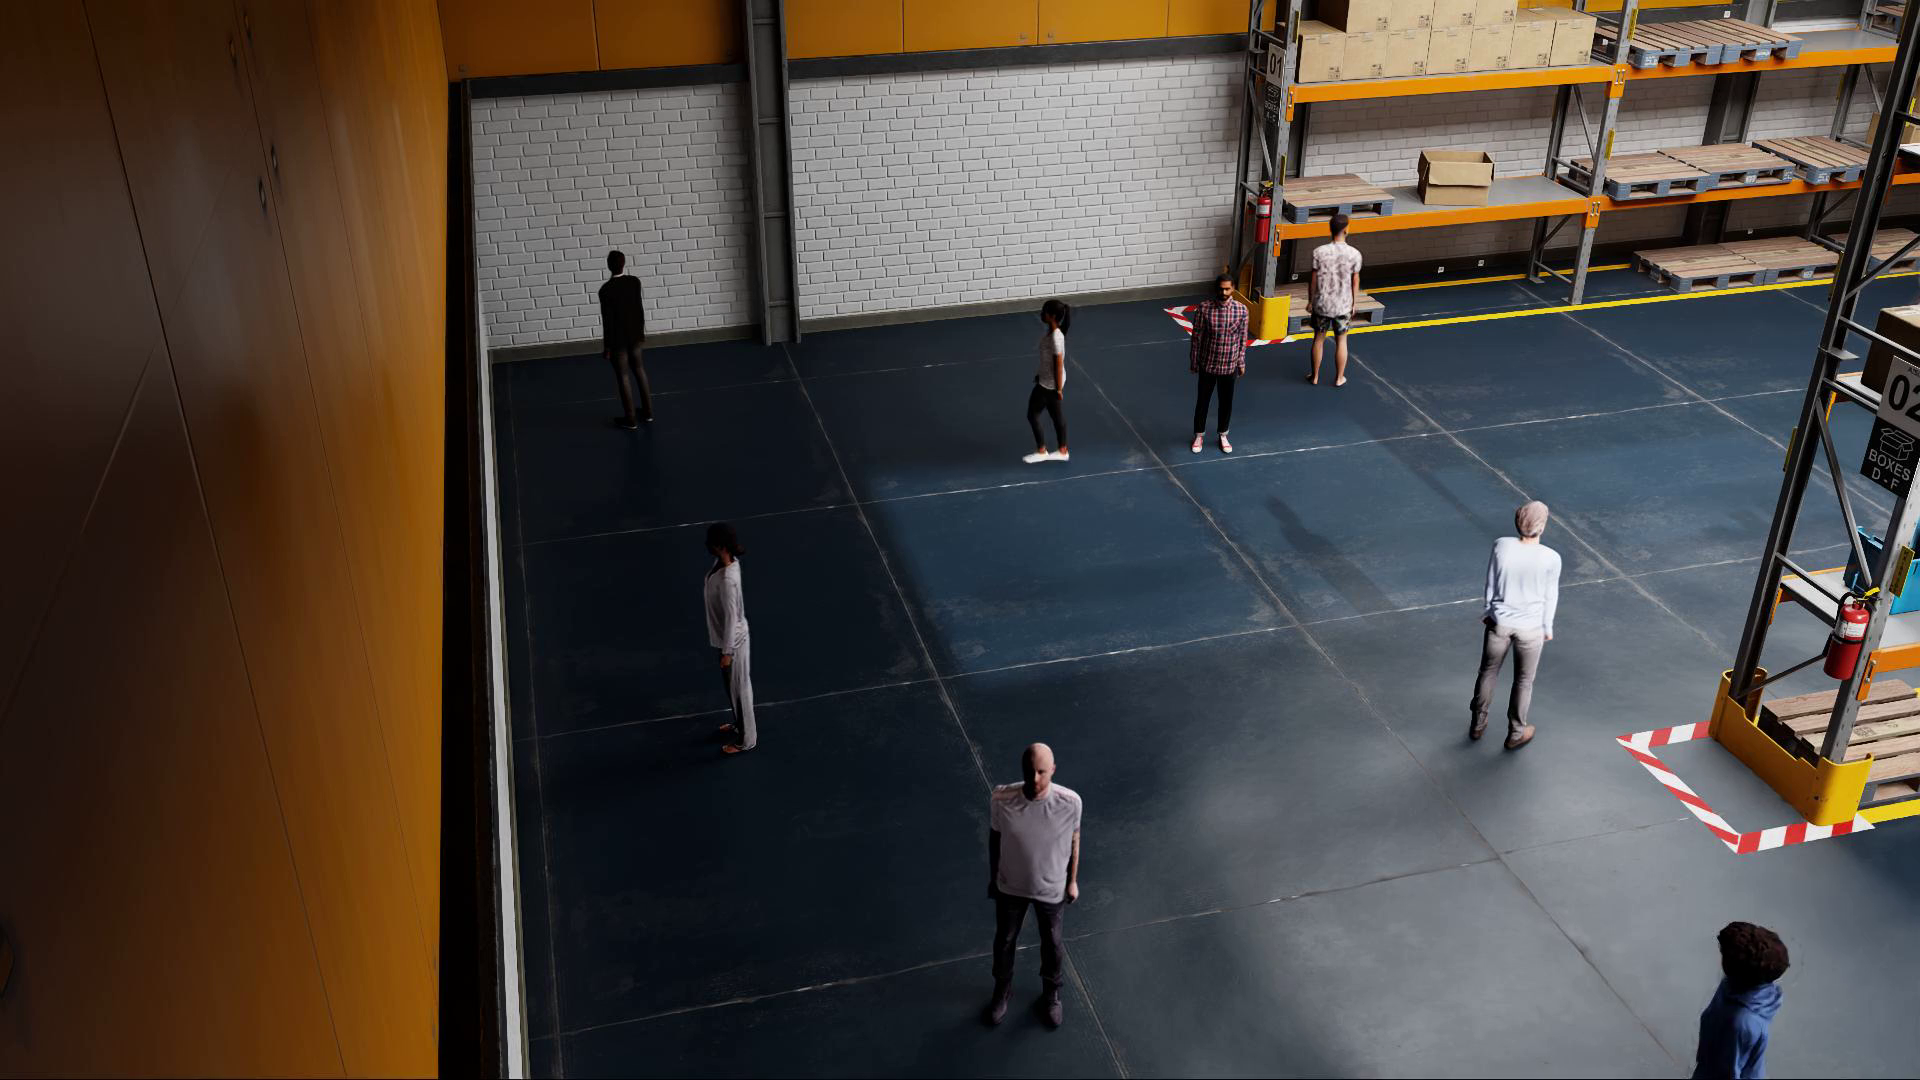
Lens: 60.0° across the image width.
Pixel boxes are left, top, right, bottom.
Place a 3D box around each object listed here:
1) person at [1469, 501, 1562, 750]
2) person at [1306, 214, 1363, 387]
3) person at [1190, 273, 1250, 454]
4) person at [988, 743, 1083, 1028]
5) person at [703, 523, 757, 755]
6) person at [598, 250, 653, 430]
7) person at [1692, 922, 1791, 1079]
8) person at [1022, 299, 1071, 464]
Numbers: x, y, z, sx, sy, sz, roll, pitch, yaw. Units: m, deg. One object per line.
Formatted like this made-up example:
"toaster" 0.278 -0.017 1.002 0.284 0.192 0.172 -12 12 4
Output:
"person" 3.864 0.585 11.564 0.746 1.894 0.792 18 33 30
"person" 3.869 -2.475 17.255 0.684 1.815 0.811 6 29 11
"person" 2.468 -1.703 15.897 0.645 1.761 0.817 1 29 1
"person" 0.406 1.892 9.232 0.648 1.832 0.795 2 29 4
"person" -1.585 0.668 11.537 0.548 1.773 0.611 -5 29 -8
"person" -3.295 -1.978 16.362 0.799 1.799 0.691 22 35 34
"person" 3.678 2.587 7.991 1.015 1.801 0.940 8 30 15
"person" 0.942 -1.478 15.621 0.763 1.630 0.690 3 29 6
